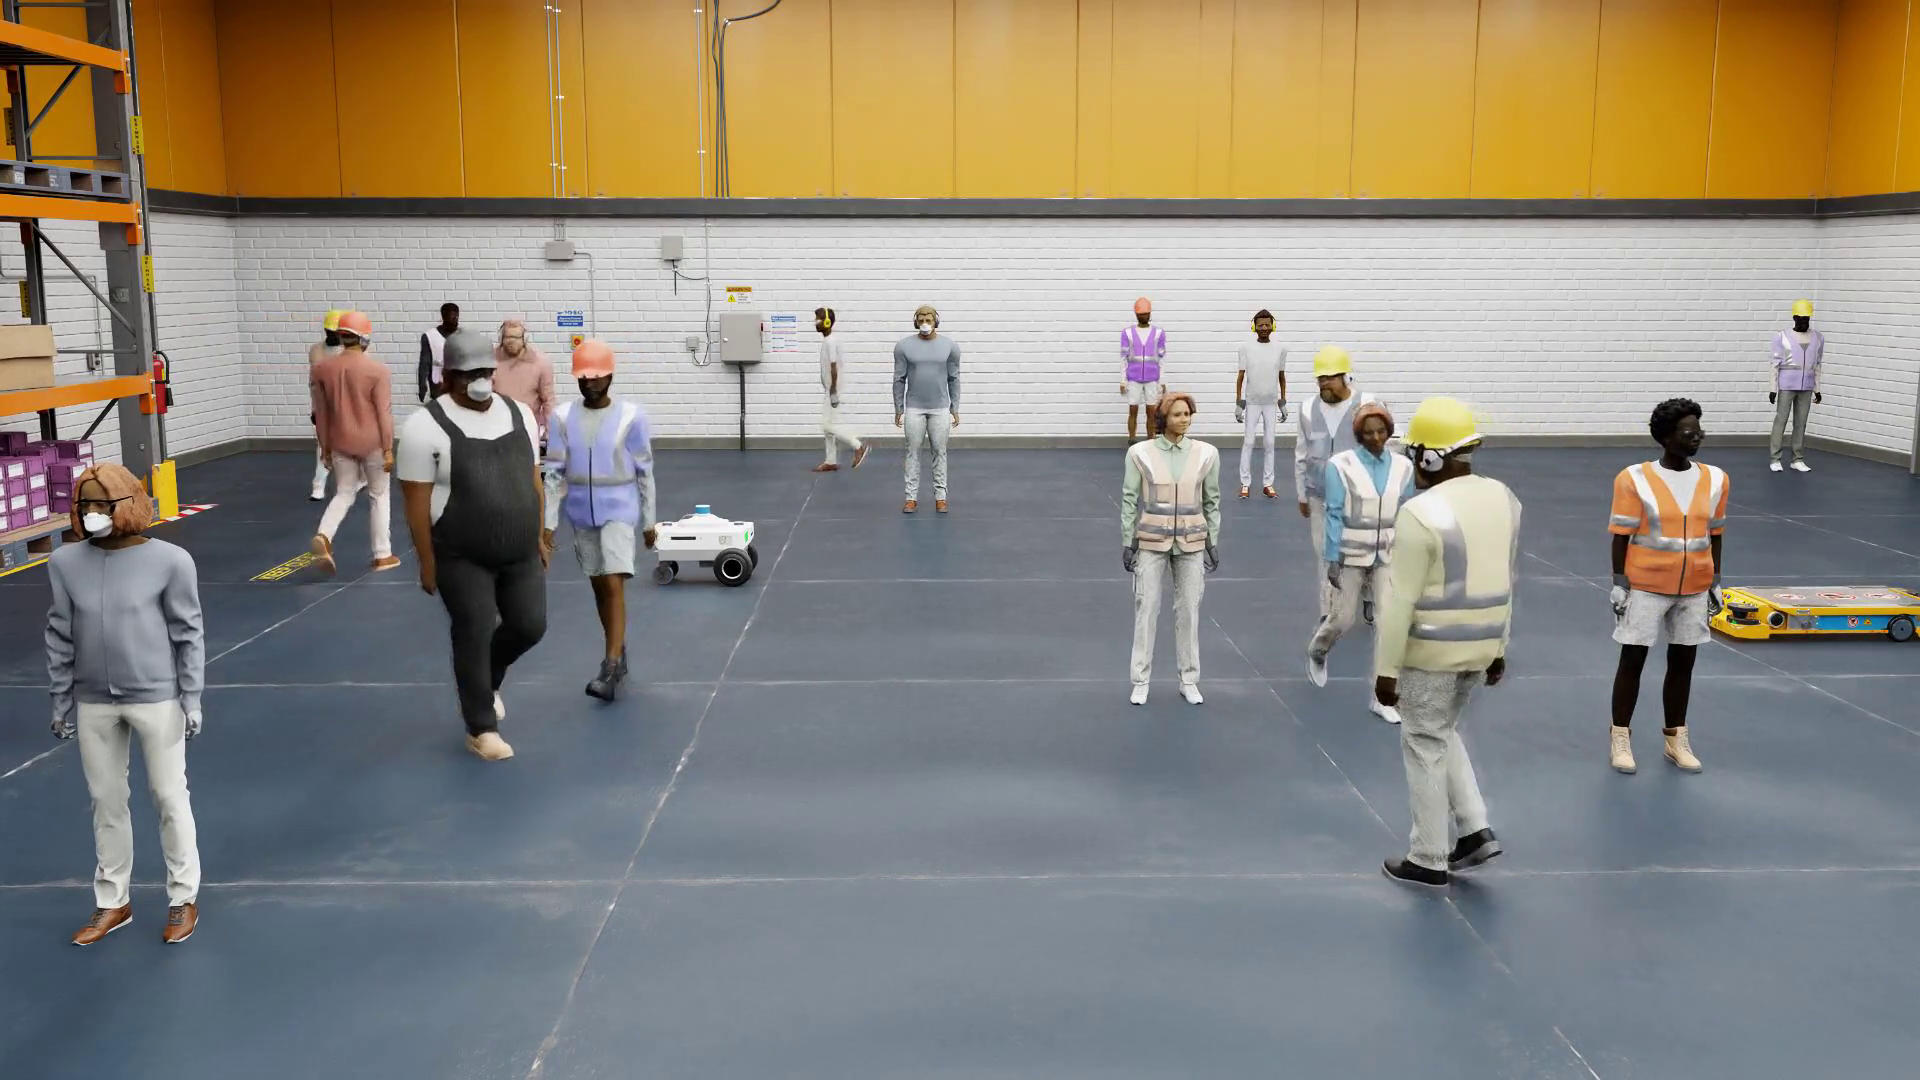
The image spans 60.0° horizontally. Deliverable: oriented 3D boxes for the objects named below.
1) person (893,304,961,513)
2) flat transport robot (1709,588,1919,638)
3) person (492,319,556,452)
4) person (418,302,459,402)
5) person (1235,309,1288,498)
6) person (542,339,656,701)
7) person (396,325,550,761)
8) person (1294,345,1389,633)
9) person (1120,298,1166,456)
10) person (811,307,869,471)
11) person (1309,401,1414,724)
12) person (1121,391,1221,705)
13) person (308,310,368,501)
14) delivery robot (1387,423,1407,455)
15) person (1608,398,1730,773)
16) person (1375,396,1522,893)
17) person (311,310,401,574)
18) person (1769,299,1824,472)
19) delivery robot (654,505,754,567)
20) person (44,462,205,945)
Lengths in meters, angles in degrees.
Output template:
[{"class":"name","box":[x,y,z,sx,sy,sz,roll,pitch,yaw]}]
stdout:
[{"class":"person","box":[-0.308,-1.213,15.460,0.635,1.938,0.359,0,9,-2]},{"class":"flat transport robot","box":[5.395,0.445,10.393,1.431,0.197,0.652,0,9,-1]},{"class":"person","box":[-3.670,-0.885,13.724,0.671,1.844,1.044,-2,9,-13]},{"class":"person","box":[-5.819,-1.740,18.840,0.499,1.889,0.604,6,11,34]},{"class":"person","box":[2.987,-1.340,16.453,0.532,1.870,0.315,0,9,-2]},{"class":"person","box":[-1.937,-0.103,8.806,0.554,1.892,0.948,1,9,8]},{"class":"person","box":[-2.242,-0.009,7.767,0.631,2.000,0.690,9,13,43]},{"class":"person","box":[2.381,-0.312,10.361,0.615,1.804,0.603,6,11,31]},{"class":"person","box":[2.211,-1.938,20.045,0.576,1.937,0.449,1,9,4]},{"class":"person","box":[-1.367,-1.664,18.520,0.539,1.854,0.512,-1,9,-8]},{"class":"person","box":[2.052,0.080,8.523,0.512,1.609,0.732,-2,9,-11]},{"class":"person","box":[1.096,0.044,8.660,0.523,1.642,0.306,0,9,-2]},{"class":"person","box":[-6.175,-1.343,16.491,0.628,1.870,0.977,1,9,8]},{"class":"delivery robot","box":[4.966,-1.198,19.316,0.477,0.478,0.707,1,9,6]},{"class":"person","box":[3.176,0.209,7.478,0.541,1.698,0.315,0,9,-2]},{"class":"person","box":[1.739,0.385,6.030,0.614,1.812,0.429,-7,11,-35]},{"class":"person","box":[-4.495,-0.707,12.291,0.611,1.974,0.786,2,9,11]},{"class":"person","box":[9.355,-1.720,18.604,0.594,1.925,0.369,0,9,-2]},{"class":"delivery robot","box":[-1.859,-0.011,12.037,0.707,0.478,0.477,0,9,-1]},{"class":"person","box":[-2.794,0.550,5.583,0.507,1.632,0.273,0,9,-2]}]
